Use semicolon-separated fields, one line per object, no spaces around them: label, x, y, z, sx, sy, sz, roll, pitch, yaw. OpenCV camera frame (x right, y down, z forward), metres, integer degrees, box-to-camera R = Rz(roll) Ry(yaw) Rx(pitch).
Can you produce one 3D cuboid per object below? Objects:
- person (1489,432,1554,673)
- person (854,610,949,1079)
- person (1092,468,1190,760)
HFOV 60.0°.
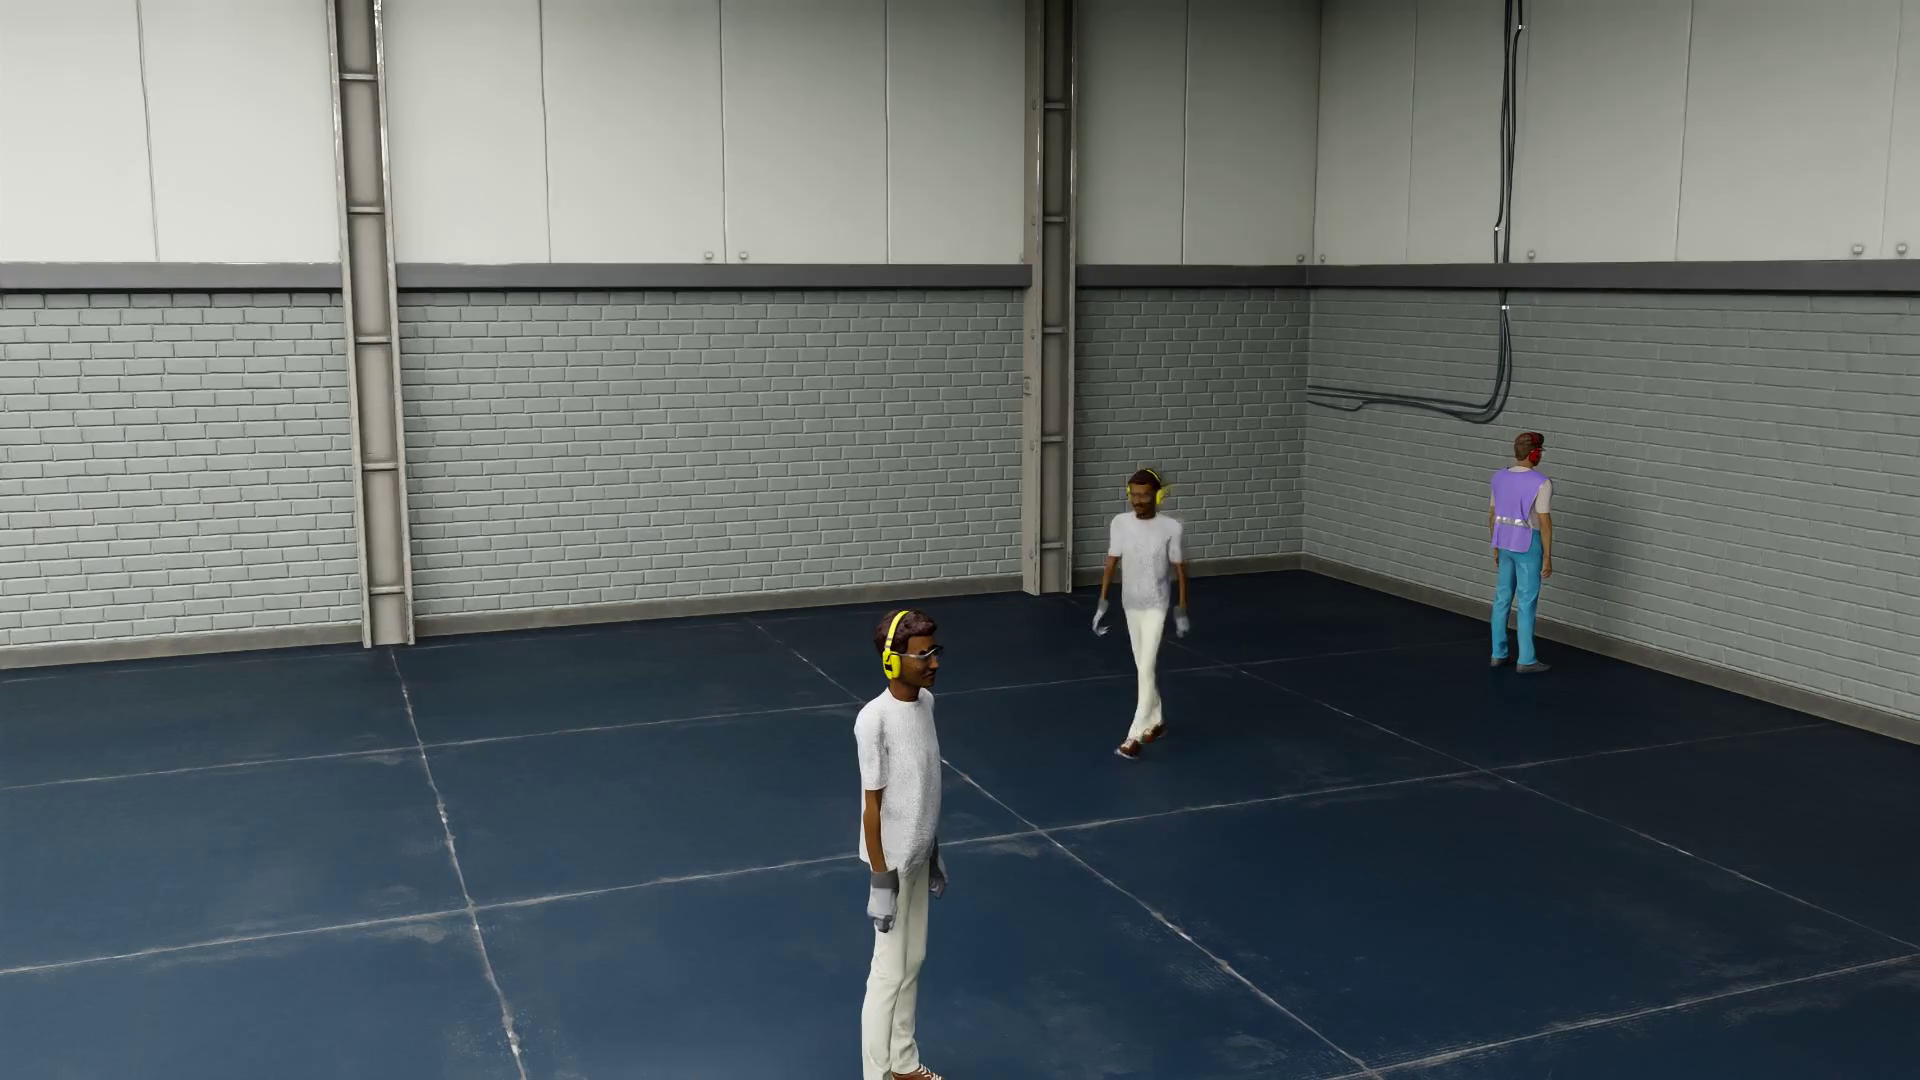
person;4.286;0.093;12.739;0.388;1.846;0.565;-5;10;-30
person;-0.185;1.163;5.953;0.327;1.872;0.514;3;10;21
person;1.118;0.464;10.502;0.509;1.820;0.948;6;11;34
